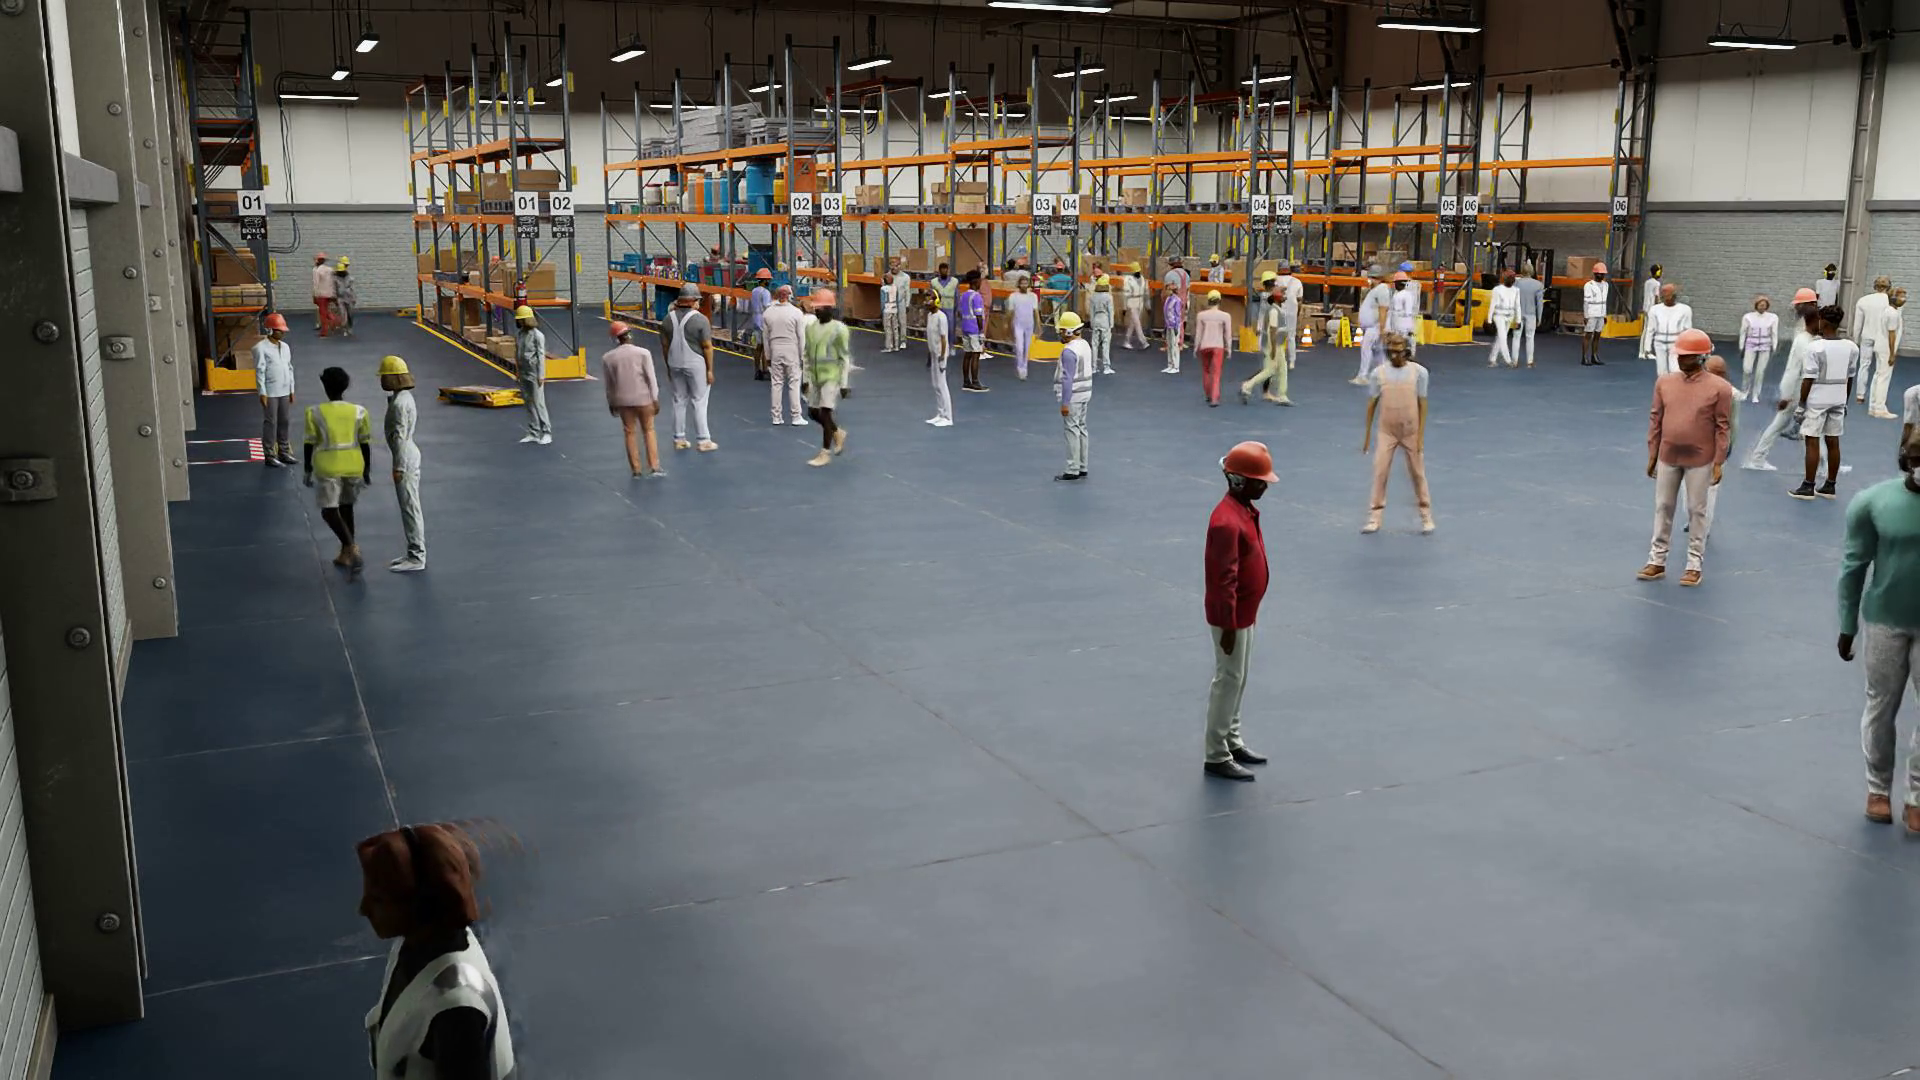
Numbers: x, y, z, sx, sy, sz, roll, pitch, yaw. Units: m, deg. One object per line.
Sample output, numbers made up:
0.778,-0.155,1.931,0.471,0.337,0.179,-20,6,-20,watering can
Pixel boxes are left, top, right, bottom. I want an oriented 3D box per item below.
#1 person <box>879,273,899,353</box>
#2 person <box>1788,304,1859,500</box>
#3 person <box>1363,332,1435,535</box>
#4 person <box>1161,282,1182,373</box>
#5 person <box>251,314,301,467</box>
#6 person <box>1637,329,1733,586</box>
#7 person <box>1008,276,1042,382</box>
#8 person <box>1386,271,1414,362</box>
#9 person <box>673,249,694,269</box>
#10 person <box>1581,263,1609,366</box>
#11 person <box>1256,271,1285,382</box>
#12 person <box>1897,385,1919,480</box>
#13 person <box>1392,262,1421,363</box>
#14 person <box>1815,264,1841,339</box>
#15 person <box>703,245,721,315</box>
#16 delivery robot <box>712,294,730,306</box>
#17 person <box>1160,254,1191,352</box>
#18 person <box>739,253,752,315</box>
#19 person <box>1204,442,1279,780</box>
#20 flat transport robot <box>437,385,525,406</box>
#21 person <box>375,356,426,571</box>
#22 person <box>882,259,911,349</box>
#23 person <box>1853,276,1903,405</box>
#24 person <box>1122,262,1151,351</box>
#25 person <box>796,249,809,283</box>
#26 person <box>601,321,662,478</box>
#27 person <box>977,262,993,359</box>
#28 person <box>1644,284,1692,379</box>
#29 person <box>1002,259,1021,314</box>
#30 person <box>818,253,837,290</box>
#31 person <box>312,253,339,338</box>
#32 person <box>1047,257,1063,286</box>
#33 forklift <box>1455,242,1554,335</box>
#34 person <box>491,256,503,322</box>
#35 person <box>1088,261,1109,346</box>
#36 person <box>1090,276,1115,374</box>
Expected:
-1.462,-4.691,34.402,0.311,1.636,0.523,10,15,41,person
8.699,-1.383,16.762,0.607,1.961,0.367,-3,11,-14,person
3.952,-0.954,14.940,0.609,1.838,0.424,5,12,23,person
3.837,-3.823,30.007,0.313,1.634,0.514,-3,12,-15,person
-7.778,-1.705,18.955,0.354,1.740,0.571,3,12,17,person
5.629,-0.639,12.904,0.391,1.991,0.612,-10,15,-43,person
1.115,-3.598,28.408,0.518,1.797,0.960,-3,11,-13,person
7.420,-3.548,27.905,0.527,1.918,0.567,8,14,37,person
-7.491,-7.002,45.453,0.613,1.901,0.778,-5,12,-26,person
12.052,-4.267,31.481,0.553,1.935,0.363,-5,12,-24,person
5.330,-3.634,28.389,0.479,1.892,0.642,-5,12,-24,person
7.505,-0.574,12.885,0.531,1.870,0.316,-4,12,-19,person
8.460,-4.295,31.597,0.615,1.945,0.405,-6,12,-26,person
17.320,-4.579,33.238,0.514,1.872,0.332,-1,11,-4,person
-6.977,-7.348,47.005,0.644,1.984,0.911,-8,13,-34,person
-7.175,-7.105,49.190,0.707,0.478,0.477,-8,14,-37,delivery robot
4.462,-4.959,34.731,0.687,2.000,0.536,-10,15,-41,person
-6.074,-7.277,47.236,0.371,1.759,0.528,-6,13,-27,person
1.431,0.357,8.495,0.353,1.737,0.575,4,12,18,person
-7.233,-2.195,25.196,1.431,0.197,0.652,9,14,38,flat transport robot
-4.533,-0.622,13.477,0.311,1.735,0.483,-3,12,-15,person
-1.372,-5.000,35.323,0.635,1.900,0.397,2,11,10,person
13.775,-2.992,24.994,0.638,1.938,0.356,9,14,38,person
3.739,-4.911,34.981,0.625,1.843,0.998,-7,13,-34,person
-5.028,-8.276,52.359,0.578,1.738,0.354,-3,11,-14,person
-3.587,-1.525,18.135,0.620,1.699,0.391,0,11,0,person
0.443,-4.535,32.917,0.409,1.910,0.651,5,12,23,person
10.226,-2.753,24.011,0.649,1.847,0.800,7,13,33,person
1.208,-5.634,38.757,0.489,1.820,0.949,-4,12,-18,person
-3.953,-7.947,50.263,0.654,1.906,0.407,6,13,28,person
-14.706,-5.641,38.407,0.454,1.959,0.700,3,12,15,person
2.865,-7.707,49.868,0.562,1.591,0.871,-3,12,-15,person
13.047,-6.049,39.881,2.313,2.155,1.214,-5,12,-23,forklift
-12.247,-6.640,44.030,0.567,1.743,0.346,8,14,36,person
3.025,-5.135,36.146,0.389,1.837,0.563,10,15,41,person
2.565,-3.869,29.955,0.486,1.744,0.294,8,14,35,person
